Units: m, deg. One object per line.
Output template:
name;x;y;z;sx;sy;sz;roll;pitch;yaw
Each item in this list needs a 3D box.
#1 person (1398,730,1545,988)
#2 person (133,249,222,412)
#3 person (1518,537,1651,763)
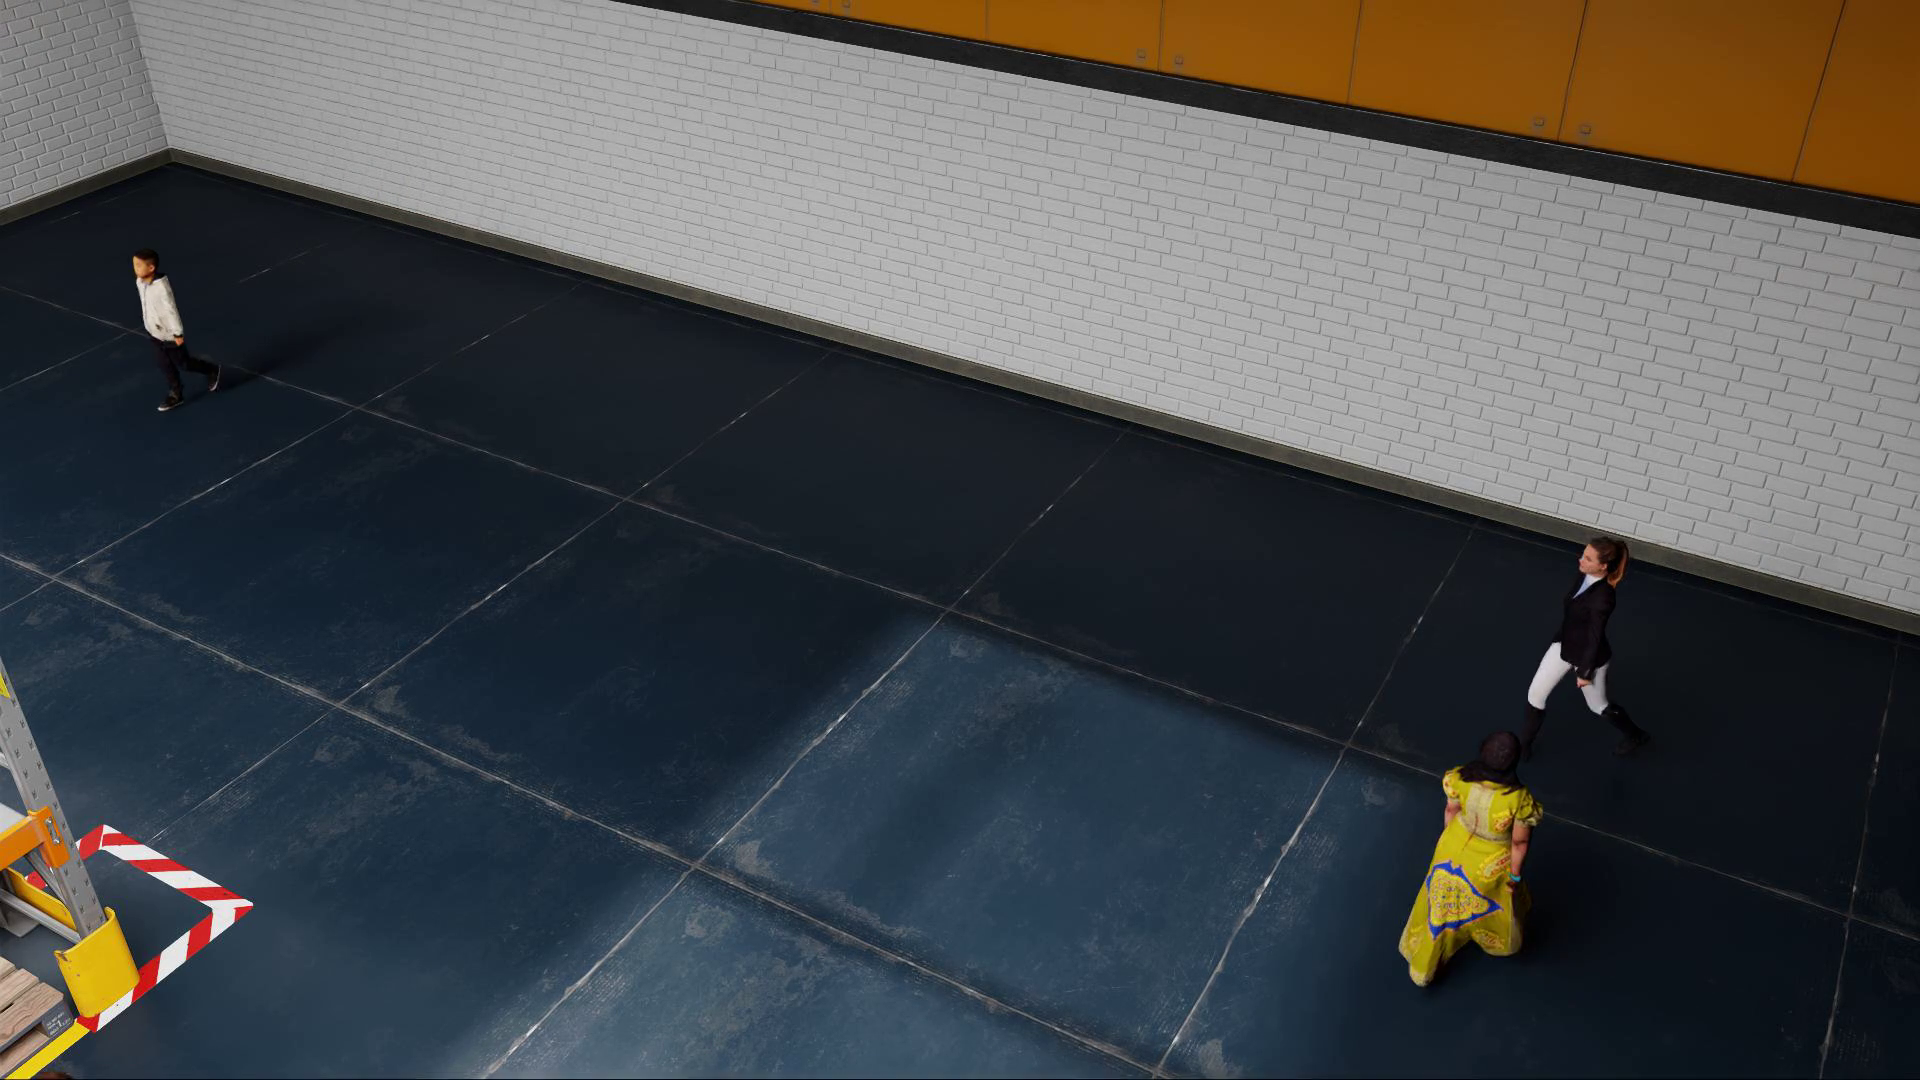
person;2.691;1.721;8.754;0.820;1.627;1.215;24;40;31
person;-6.760;-1.829;14.261;0.617;1.441;0.833;21;39;28
person;3.883;0.736;10.178;1.072;1.690;1.191;-2;34;-3
